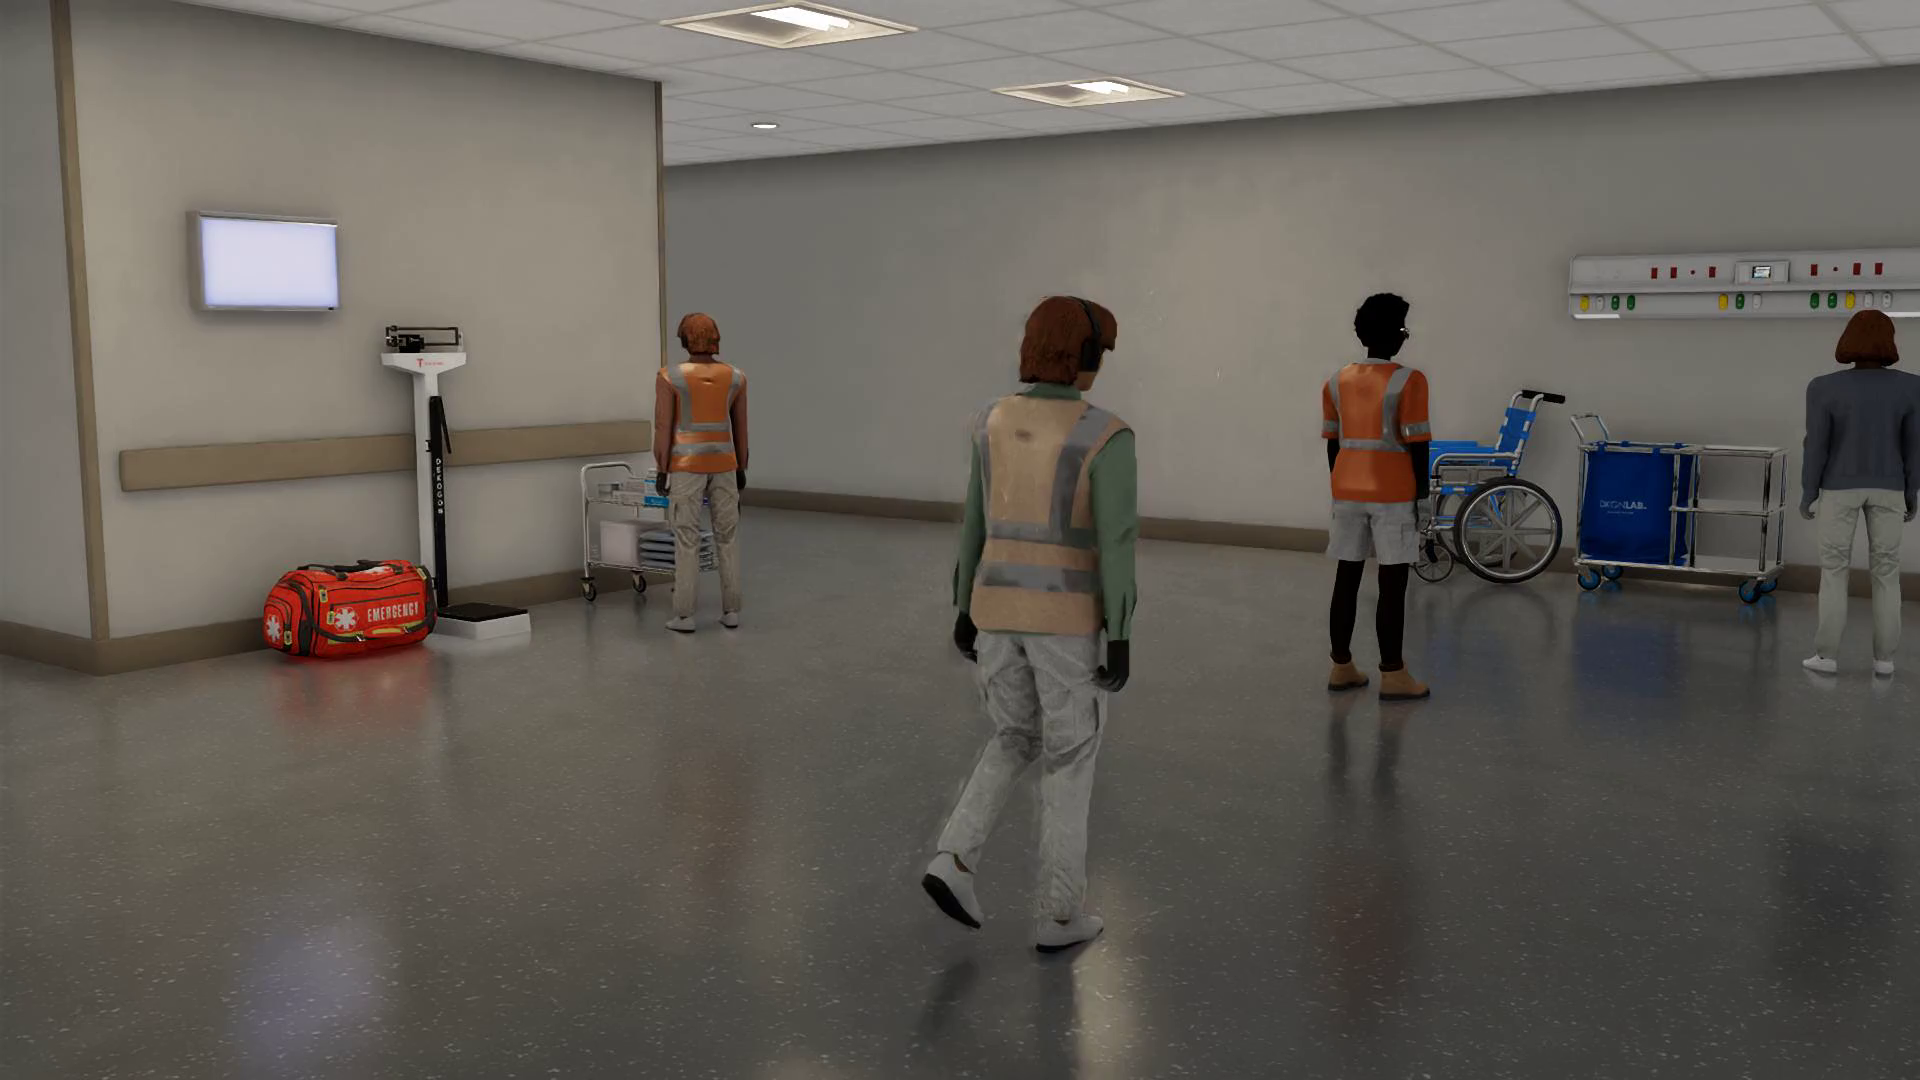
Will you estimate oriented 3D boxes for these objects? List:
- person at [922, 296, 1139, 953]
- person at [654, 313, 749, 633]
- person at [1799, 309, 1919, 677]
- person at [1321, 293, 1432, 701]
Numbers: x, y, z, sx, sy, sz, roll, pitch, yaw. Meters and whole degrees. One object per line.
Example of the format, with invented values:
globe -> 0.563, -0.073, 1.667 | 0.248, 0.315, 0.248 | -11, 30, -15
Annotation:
person -> 0.177, 0.216, 4.078 | 0.556, 1.618, 0.451 | 6, 9, 40
person -> -1.318, -0.342, 8.533 | 0.511, 1.635, 0.311 | -5, 8, -33
person -> 4.001, -0.201, 7.393 | 0.497, 1.633, 0.285 | 2, 7, 13
person -> 1.749, -0.179, 6.966 | 0.318, 1.697, 0.535 | -6, 9, -39
